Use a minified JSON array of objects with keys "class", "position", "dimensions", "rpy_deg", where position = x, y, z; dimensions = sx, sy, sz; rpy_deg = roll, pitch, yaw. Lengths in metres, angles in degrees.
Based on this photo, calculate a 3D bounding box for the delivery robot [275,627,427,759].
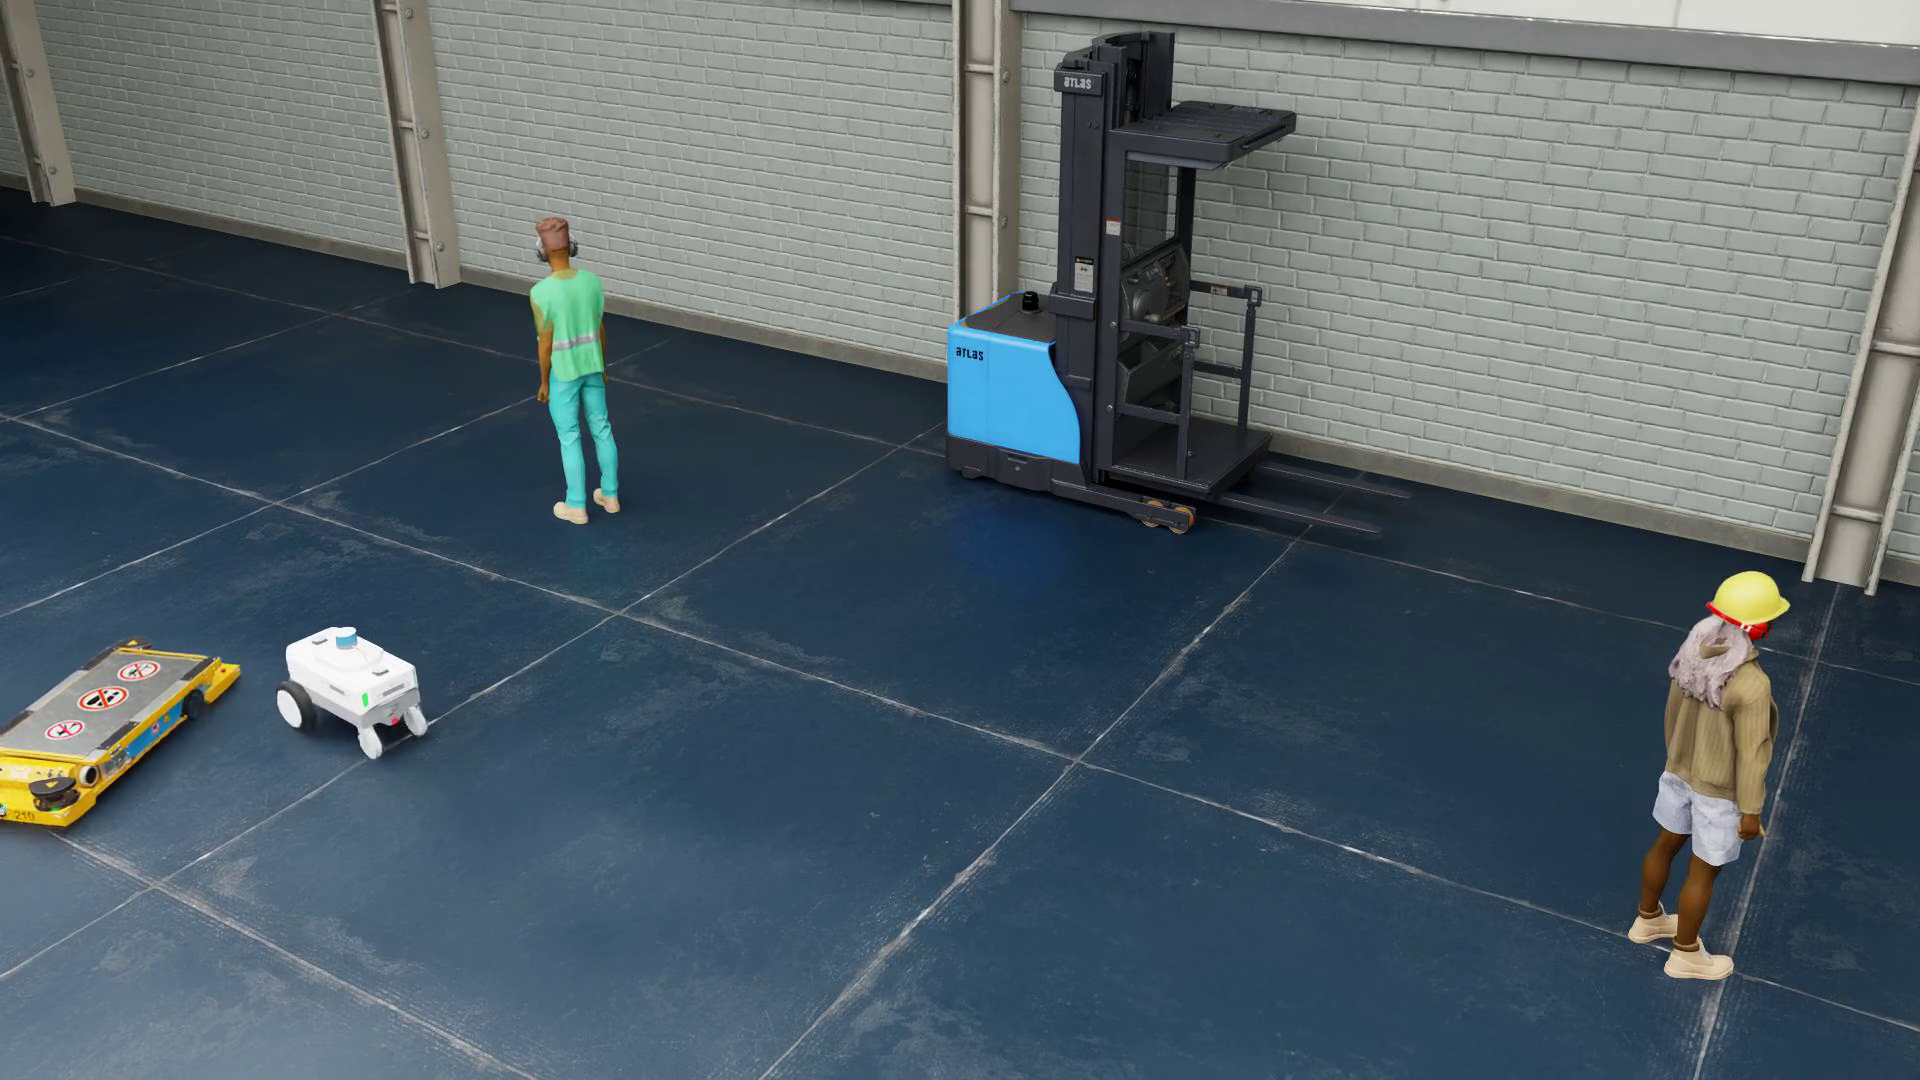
[{"class":"delivery robot","position":[-3.076,0.727,8.409],"dimensions":[0.811,0.613,0.499],"rpy_deg":[18,31,33]}]

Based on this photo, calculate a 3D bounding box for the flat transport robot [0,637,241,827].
[{"class":"flat transport robot","position":[-4.296,0.927,8.297],"dimensions":[0.659,0.231,1.431],"rpy_deg":[5,26,9]}]

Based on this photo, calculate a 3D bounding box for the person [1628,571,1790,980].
[{"class":"person","position":[2.926,0.931,6.538],"dimensions":[0.403,1.765,0.535],"rpy_deg":[-6,26,-13]}]

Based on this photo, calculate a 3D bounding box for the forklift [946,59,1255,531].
[{"class":"forklift","position":[0.933,-1.707,10.833],"dimensions":[1.873,2.768,1.129],"rpy_deg":[15,29,28]}]

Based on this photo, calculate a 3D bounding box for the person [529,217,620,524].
[{"class":"person","position":[-2.434,-1.055,10.493],"dimensions":[0.482,1.979,0.403],"rpy_deg":[-21,32,-37]}]
